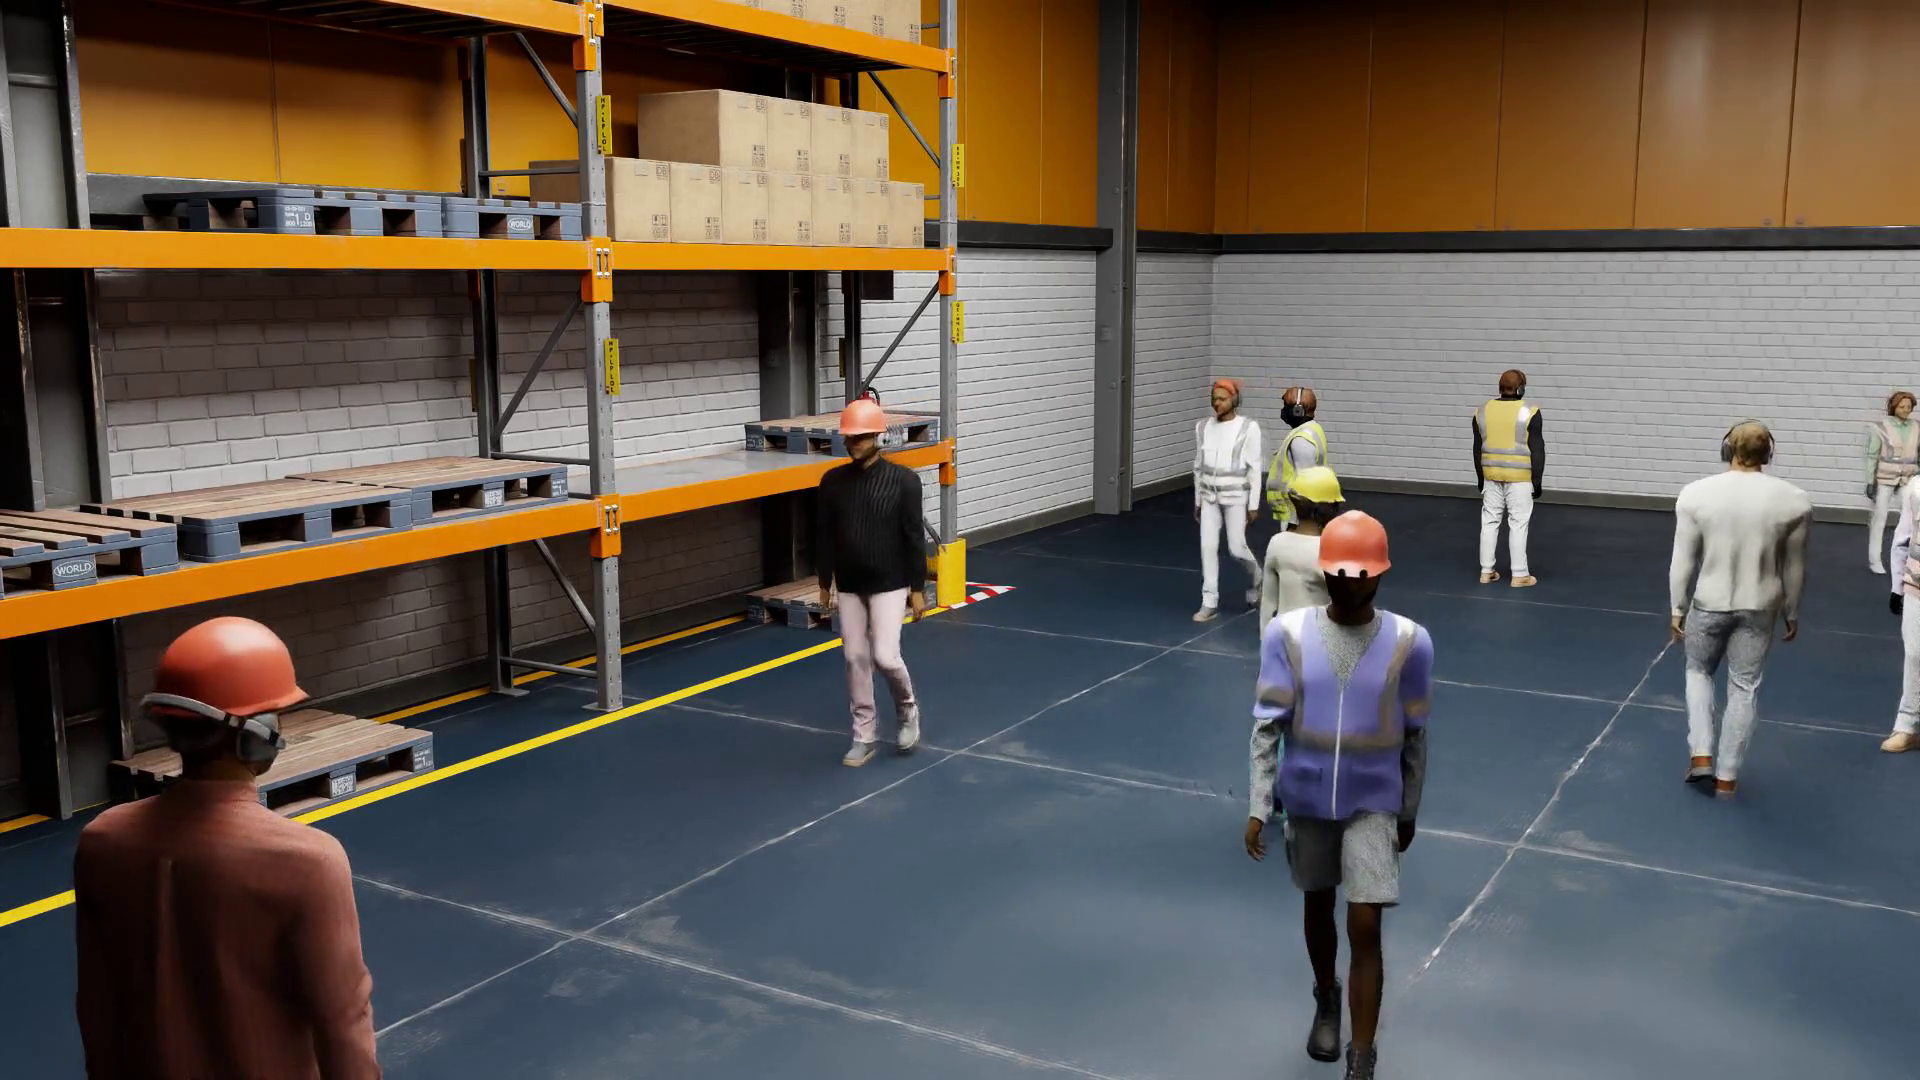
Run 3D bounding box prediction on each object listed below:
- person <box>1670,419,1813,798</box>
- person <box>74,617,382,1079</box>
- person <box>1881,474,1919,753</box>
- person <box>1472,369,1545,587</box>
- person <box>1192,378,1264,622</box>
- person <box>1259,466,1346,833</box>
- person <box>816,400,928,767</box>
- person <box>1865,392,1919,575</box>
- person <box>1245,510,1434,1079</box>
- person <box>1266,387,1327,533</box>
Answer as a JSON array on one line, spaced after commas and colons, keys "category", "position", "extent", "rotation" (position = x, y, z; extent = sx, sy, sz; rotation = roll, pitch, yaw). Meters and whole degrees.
[{"category": "person", "position": [3.938, 0.344, 8.441], "extent": [0.644, 1.920, 0.490], "rotation": [3, 10, 20]}, {"category": "person", "position": [-1.402, 1.136, 3.281], "extent": [0.622, 1.990, 0.402], "rotation": [3, 9, 15]}, {"category": "person", "position": [5.369, 0.292, 9.022], "extent": [0.429, 1.841, 0.633], "rotation": [-8, 12, -40]}, {"category": "person", "position": [4.664, -0.525, 14.120], "extent": [0.627, 1.844, 0.429], "rotation": [9, 13, 44]}, {"category": "person", "position": [2.081, -0.320, 12.793], "extent": [0.584, 1.865, 0.739], "rotation": [7, 12, 39]}, {"category": "person", "position": [1.662, 0.528, 7.832], "extent": [0.377, 1.755, 0.531], "rotation": [-4, 10, -23]}, {"category": "person", "position": [-0.488, 0.236, 8.930], "extent": [0.635, 1.983, 0.459], "rotation": [4, 10, 23]}, {"category": "person", "position": [8.177, -0.476, 14.493], "extent": [0.553, 1.616, 0.605], "rotation": [0, 9, 2]}, {"category": "person", "position": [1.199, 0.859, 5.309], "extent": [0.555, 1.894, 0.945], "rotation": [3, 10, 18]}, {"category": "person", "position": [2.417, -0.182, 11.978], "extent": [0.429, 1.843, 0.633], "rotation": [2, 9, 14]}]
